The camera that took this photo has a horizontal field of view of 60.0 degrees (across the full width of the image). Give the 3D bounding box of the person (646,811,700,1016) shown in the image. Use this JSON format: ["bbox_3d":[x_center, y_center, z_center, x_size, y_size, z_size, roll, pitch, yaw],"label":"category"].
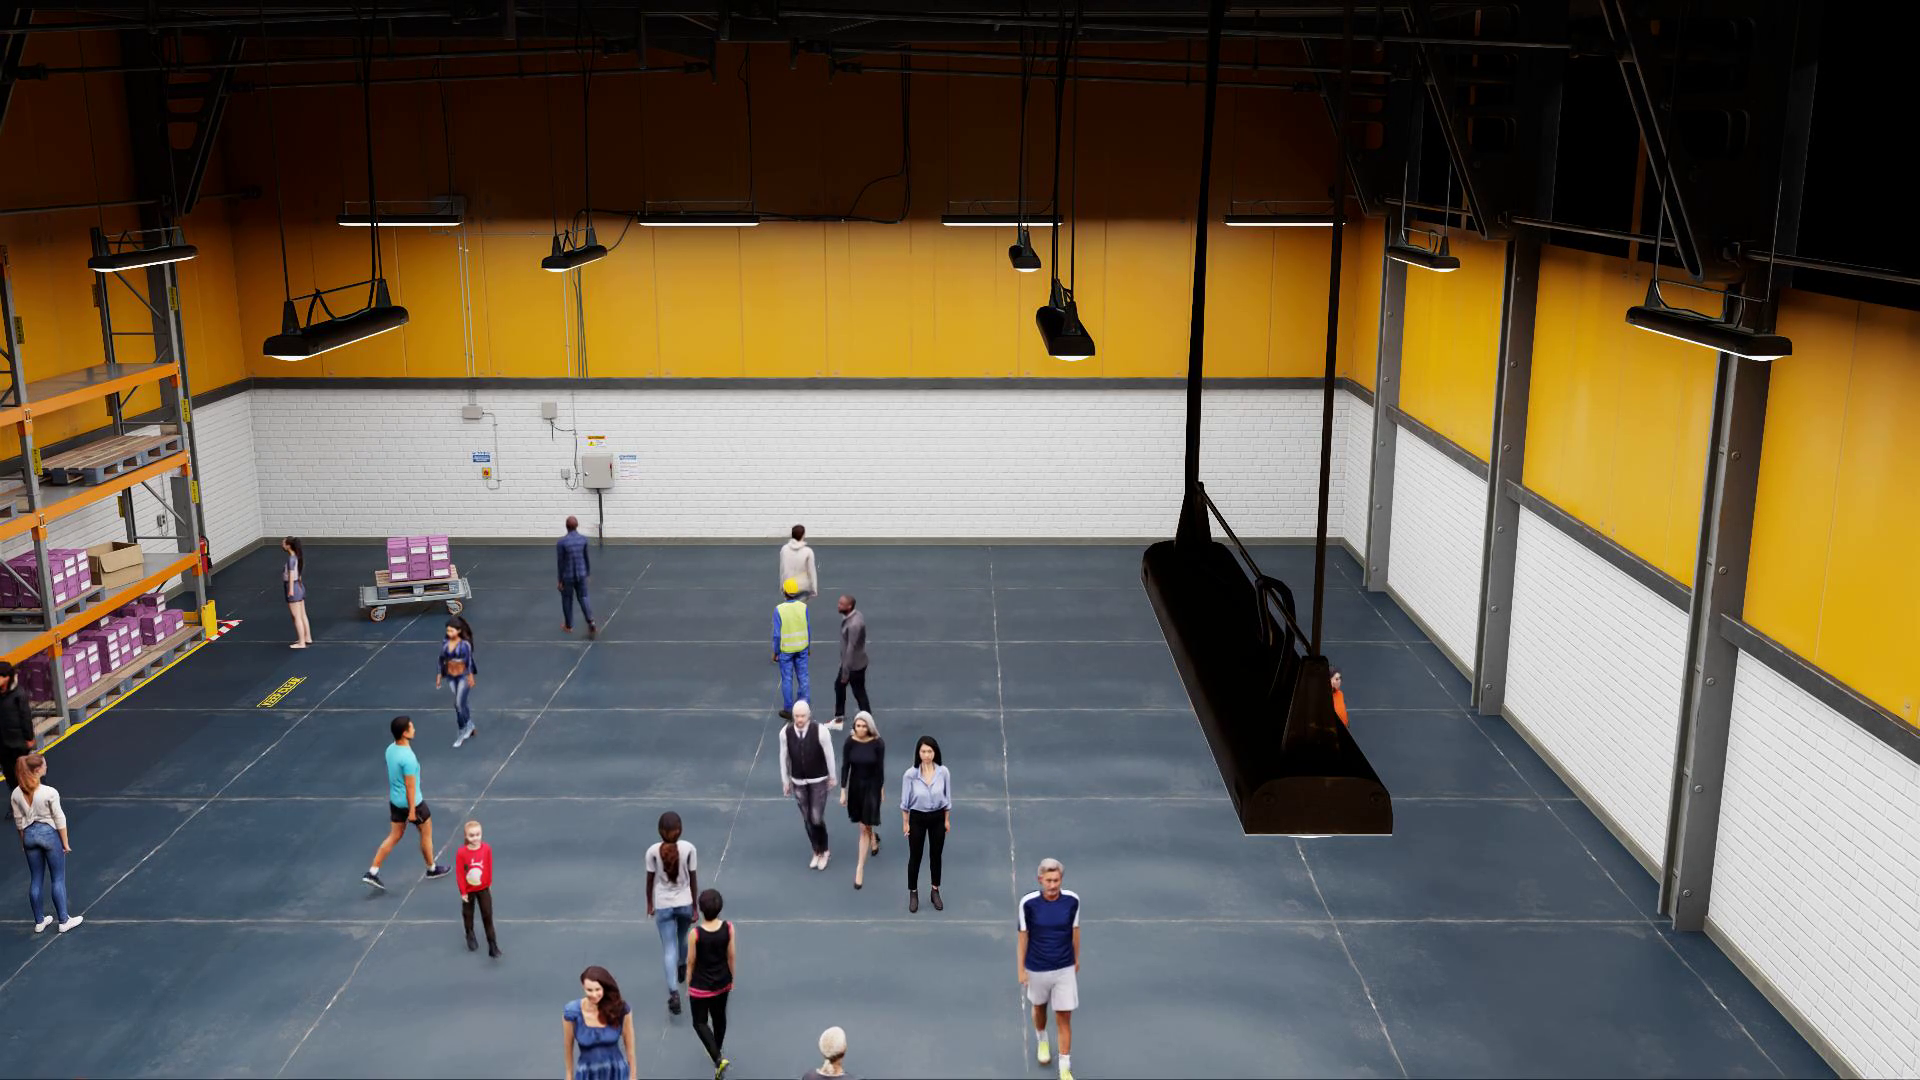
[{"bbox_3d":[-2.414,3.171,14.061,0.784,1.674,1.211,-3,14,-14],"label":"person"}]

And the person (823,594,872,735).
[{"bbox_3d":[-1.227,1.538,20.549,0.914,1.794,0.899,-2,14,-10],"label":"person"}]

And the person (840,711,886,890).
[{"bbox_3d":[-0.946,2.535,16.634,0.718,1.699,1.201,2,14,9],"label":"person"}]

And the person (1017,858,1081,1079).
[{"bbox_3d":[0.698,3.321,13.157,0.691,1.808,1.009,-1,14,-3],"label":"person"}]

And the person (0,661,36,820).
[{"bbox_3d":[-10.290,2.143,18.116,0.621,1.764,0.669,0,14,0],"label":"person"}]

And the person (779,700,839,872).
[{"bbox_3d":[-1.495,2.437,16.836,0.783,1.795,0.738,2,14,9],"label":"person"}]

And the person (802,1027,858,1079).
[{"bbox_3d":[-0.842,3.972,10.707,0.821,1.696,1.127,4,14,16],"label":"person"}]

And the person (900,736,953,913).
[{"bbox_3d":[-0.311,2.697,15.871,0.695,1.743,0.616,-3,14,-11],"label":"person"}]

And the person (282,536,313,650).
[{"bbox_3d":[-9.623,0.750,24.120,0.670,1.646,0.484,-2,14,-7],"label":"person"}]

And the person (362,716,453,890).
[{"bbox_3d":[-5.516,2.597,16.282,1.107,1.745,1.183,12,18,42],"label":"person"}]

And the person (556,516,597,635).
[{"bbox_3d":[-5.683,0.541,24.659,1.029,1.798,1.147,-10,17,-35],"label":"person"}]

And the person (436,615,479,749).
[{"bbox_3d":[-6.085,1.690,20.338,0.774,1.598,0.886,5,15,20],"label":"person"}]

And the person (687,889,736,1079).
[{"bbox_3d":[-1.931,3.491,13.030,0.806,1.537,0.987,-7,15,-27],"label":"person"}]

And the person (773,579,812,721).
[{"bbox_3d":[-2.136,1.378,21.170,0.752,1.813,0.727,-6,15,-25],"label":"person"}]

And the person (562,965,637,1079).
[{"bbox_3d":[-2.476,3.750,11.505,0.811,1.751,1.194,-3,14,-13],"label":"person"}]

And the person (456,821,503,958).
[{"bbox_3d":[-4.418,3.144,15.073,0.783,1.251,0.954,-8,16,-30],"label":"person"}]

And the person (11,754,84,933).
[{"bbox_3d":[-8.527,2.809,15.457,0.618,1.721,0.513,1,14,3],"label":"person"}]

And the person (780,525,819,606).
[{"bbox_3d":[-2.375,0.704,23.887,0.762,1.845,0.764,3,14,11],"label":"person"}]
